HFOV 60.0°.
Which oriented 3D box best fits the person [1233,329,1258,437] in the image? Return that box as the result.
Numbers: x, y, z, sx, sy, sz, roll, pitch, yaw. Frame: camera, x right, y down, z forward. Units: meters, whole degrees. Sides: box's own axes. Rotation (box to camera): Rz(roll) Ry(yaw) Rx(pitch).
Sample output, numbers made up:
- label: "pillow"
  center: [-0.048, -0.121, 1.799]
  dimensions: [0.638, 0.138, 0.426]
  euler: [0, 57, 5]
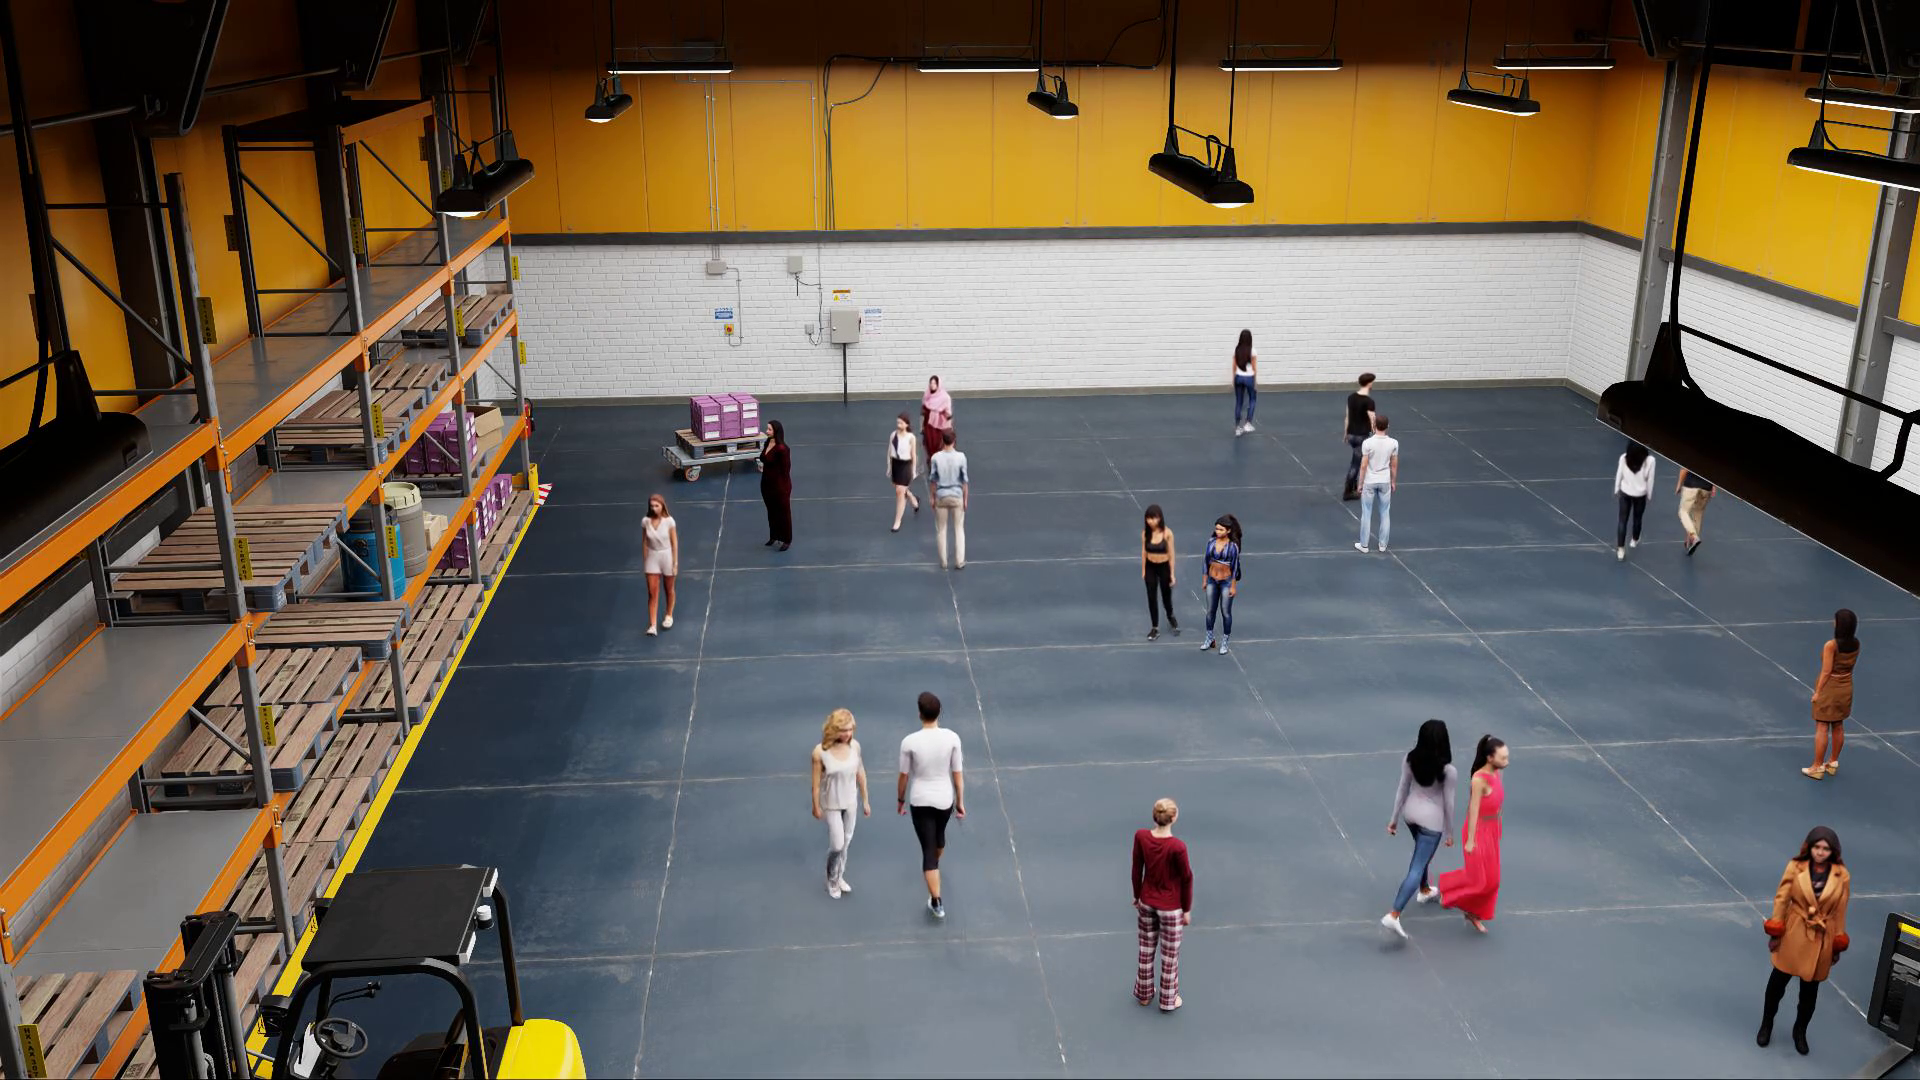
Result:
- label: "person"
  center: [4.686, -2.588, 27.565]
  dimensions: [0.784, 1.761, 0.843]
  euler: [10, 21, 28]

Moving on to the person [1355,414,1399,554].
- label: "person"
  center: [5.504, -0.748, 21.959]
  dimensions: [0.645, 1.851, 0.516]
  euler: [-1, 19, -4]

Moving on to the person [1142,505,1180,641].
- label: "person"
  center: [2.306, 0.347, 19.069]
  dimensions: [0.773, 1.621, 0.906]
  euler: [6, 20, 17]

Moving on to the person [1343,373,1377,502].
- label: "person"
  center: [5.692, -1.475, 24.075]
  dimensions: [0.815, 1.878, 0.718]
  euler: [-8, 20, -22]

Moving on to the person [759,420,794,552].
- label: "person"
  center: [-2.428, -0.742, 22.087]
  dimensions: [0.824, 1.758, 0.735]
  euler: [-16, 24, -39]

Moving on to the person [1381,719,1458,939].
- label: "person"
  center: [3.611, 2.299, 13.183]
  dimensions: [1.198, 1.679, 1.232]
  euler: [-16, 24, -39]

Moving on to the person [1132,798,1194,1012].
- label: "person"
  center: [1.470, 2.638, 12.145]
  dimensions: [0.673, 1.698, 0.707]
  euler: [12, 22, 32]

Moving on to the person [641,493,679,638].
- label: "person"
  center: [-3.442, 0.245, 19.298]
  dimensions: [0.674, 1.667, 1.046]
  euler: [1, 19, 2]

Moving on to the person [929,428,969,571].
- label: "person"
  center: [-0.145, -0.525, 21.297]
  dimensions: [0.684, 1.851, 0.591]
  euler: [1, 19, 3]

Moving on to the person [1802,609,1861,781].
- label: "person"
  center: [8.239, 1.447, 15.695]
  dimensions: [0.632, 1.689, 0.612]
  euler: [-8, 20, -23]

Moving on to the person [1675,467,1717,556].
- label: "person"
  center: [9.642, -0.651, 21.697]
  dimensions: [0.743, 1.835, 1.006]
  euler: [2, 19, 5]

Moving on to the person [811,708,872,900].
- label: "person"
  center: [-1.027, 2.125, 13.740]
  dimensions: [0.694, 1.652, 0.724]
  euler: [-11, 21, -28]

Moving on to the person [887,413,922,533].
- label: "person"
  center: [-0.765, -0.958, 22.941]
  dimensions: [0.931, 1.623, 1.106]
  euler: [9, 21, 26]

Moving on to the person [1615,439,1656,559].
- label: "person"
  center: [8.773, -0.570, 21.721]
  dimensions: [0.935, 1.667, 1.089]
  euler: [9, 21, 25]

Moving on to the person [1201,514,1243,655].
- label: "person"
  center: [2.929, 0.487, 18.664]
  dimensions: [0.692, 1.614, 0.739]
  euler: [13, 23, 34]

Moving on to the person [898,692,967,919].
- label: "person"
  center: [-0.214, 2.162, 13.400]
  dimensions: [0.793, 1.799, 1.230]
  euler: [-3, 19, -10]

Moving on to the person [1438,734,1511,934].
- label: "person"
  center: [4.022, 2.312, 13.081]
  dimensions: [0.914, 1.718, 0.848]
  euler: [15, 24, 37]

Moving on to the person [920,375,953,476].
- label: "person"
  center: [-0.329, -1.723, 25.210]
  dimensions: [0.797, 1.623, 0.859]
  euler: [8, 20, 23]

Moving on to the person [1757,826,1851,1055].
- label: "person"
  center: [5.918, 2.795, 11.644]
  dimensions: [0.784, 1.720, 0.766]
  euler: [7, 20, 21]
